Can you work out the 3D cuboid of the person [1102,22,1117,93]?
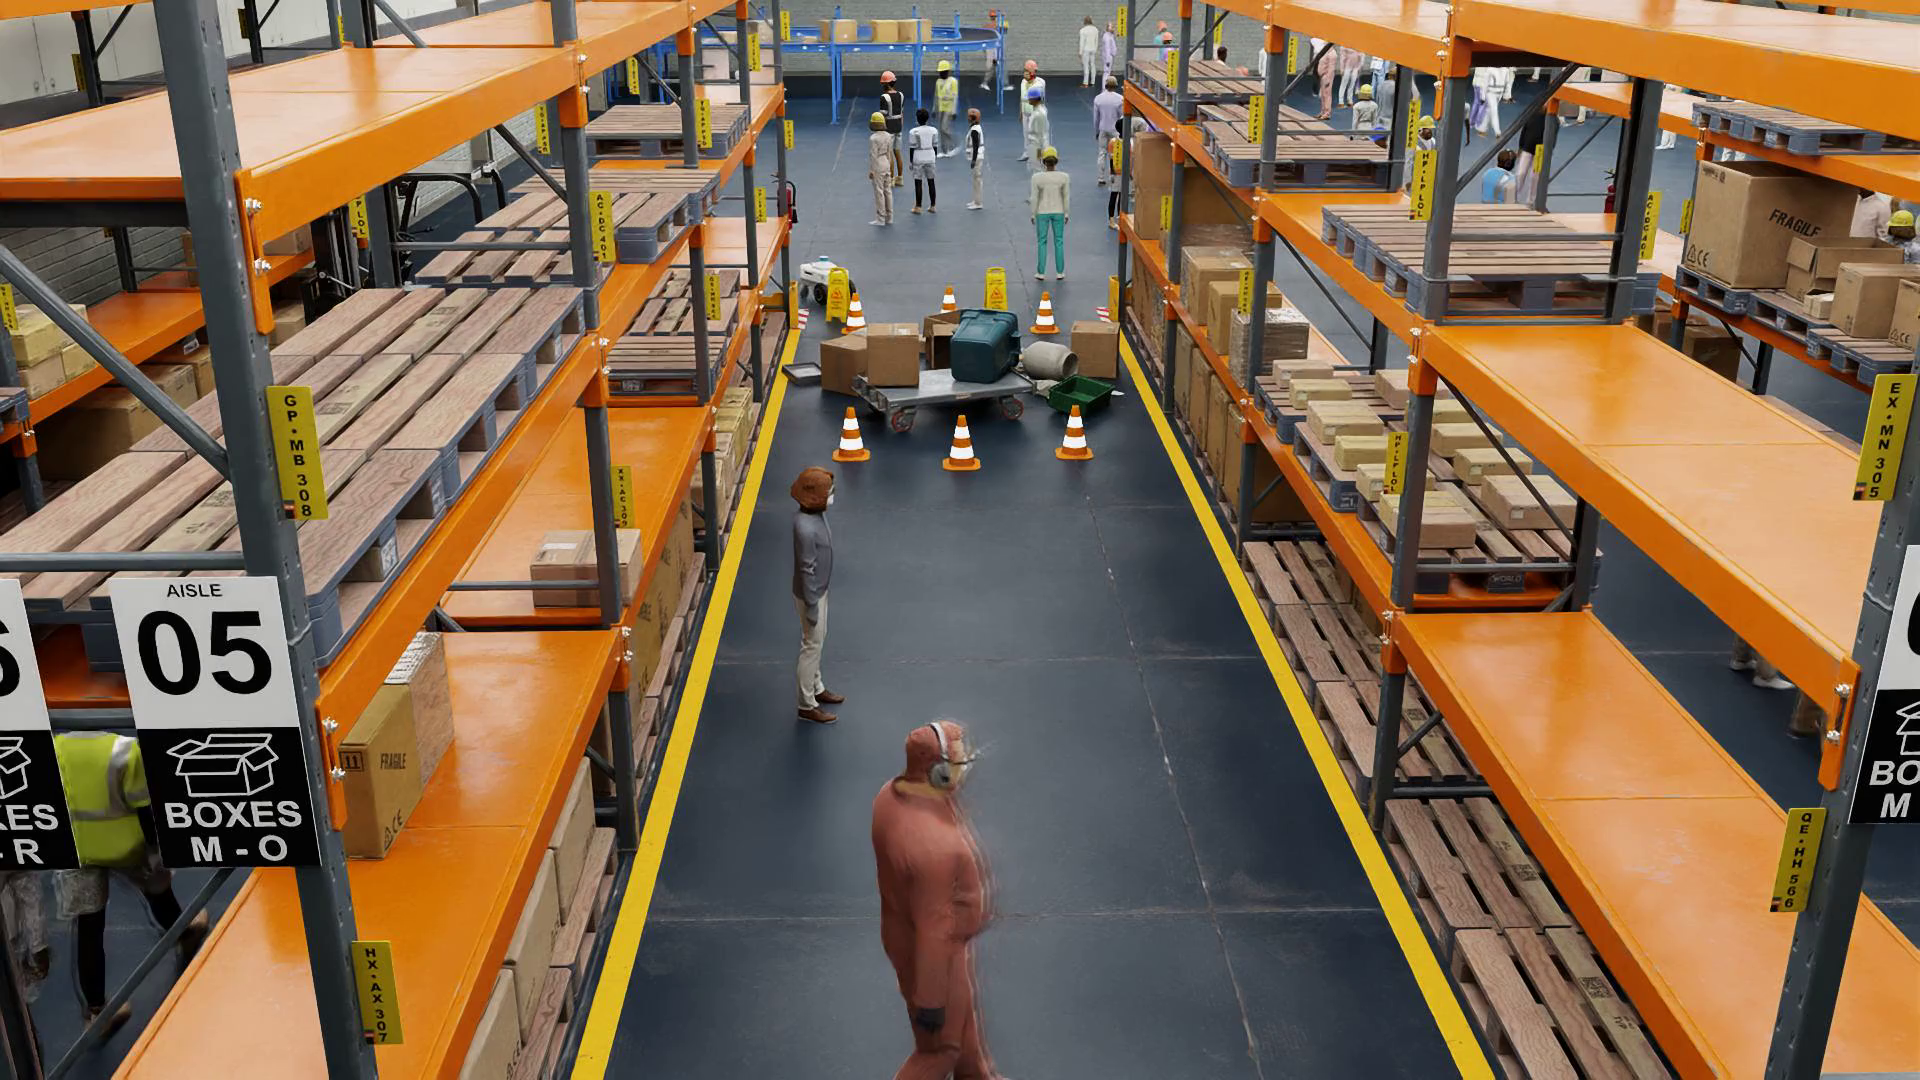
[{"bbox_3d":[4.027,-12.984,44.882,0.400,1.900,0.636,2,21,5],"label":"person"}]

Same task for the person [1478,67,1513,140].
[{"bbox_3d":[11.633,-9.631,36.123,0.578,1.830,1.026,-9,23,-23],"label":"person"}]

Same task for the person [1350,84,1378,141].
[{"bbox_3d":[7.366,-7.441,30.436,0.488,1.744,0.296,-7,22,-17],"label":"person"}]

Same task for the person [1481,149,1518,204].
[{"bbox_3d":[6.975,-4.145,21.610,0.431,1.836,0.626,-6,21,-14],"label":"person"}]

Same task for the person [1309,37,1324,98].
[{"bbox_3d":[9.591,-12.731,44.229,0.601,1.887,0.902,3,21,7],"label":"person"}]

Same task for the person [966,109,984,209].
[{"bbox_3d":[0.250,-6.333,27.648,0.315,1.641,0.515,1,21,2],"label":"person"}]

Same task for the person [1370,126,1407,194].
[{"bbox_3d":[5.893,-4.795,23.206,0.726,1.905,0.689,9,22,22],"label":"person"}]

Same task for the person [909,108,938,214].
[{"bbox_3d":[-0.596,-6.189,27.204,0.536,1.693,0.320,-11,23,-27],"label":"person"}]

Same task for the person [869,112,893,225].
[{"bbox_3d":[-1.275,-5.851,26.233,0.324,1.743,0.490,13,25,32],"label":"person"}]

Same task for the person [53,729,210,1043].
[{"bbox_3d":[-3.768,1.321,7.404,0.538,1.637,0.882,-1,21,-1],"label":"person"}]

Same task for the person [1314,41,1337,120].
[{"bbox_3d":[8.690,-10.965,39.516,0.410,1.913,0.643,0,21,-1],"label":"person"}]

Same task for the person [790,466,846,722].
[{"bbox_3d":[-0.871,0.324,10.079,0.294,1.623,0.507,1,21,2],"label":"person"}]

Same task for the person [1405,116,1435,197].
[{"bbox_3d":[6.941,-5.455,25.059,0.588,1.835,0.403,-13,24,-31],"label":"person"}]

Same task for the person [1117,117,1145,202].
[{"bbox_3d":[2.928,-6.658,28.388,0.491,1.730,0.323,9,23,22],"label":"person"}]

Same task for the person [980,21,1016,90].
[{"bbox_3d":[1.028,-13.429,46.102,0.984,1.870,0.586,0,21,1],"label":"person"}]

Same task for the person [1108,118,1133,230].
[{"bbox_3d":[2.511,-5.716,25.937,0.317,1.700,0.539,19,28,40],"label":"person"}]

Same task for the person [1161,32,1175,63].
[{"bbox_3d":[5.029,-11.360,40.523,0.364,1.939,0.542,7,22,18],"label":"person"}]

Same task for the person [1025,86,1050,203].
[{"bbox_3d":[1.343,-6.704,28.220,0.542,1.933,0.623,-2,21,-5],"label":"person"}]

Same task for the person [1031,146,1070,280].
[{"bbox_3d":[1.205,-4.368,22.283,0.522,1.769,0.311,-1,21,-4],"label":"person"}]

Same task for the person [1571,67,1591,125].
[{"bbox_3d":[14.464,-10.477,38.628,0.288,1.623,0.507,12,24,29],"label":"person"}]

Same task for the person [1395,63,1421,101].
[{"bbox_3d":[11.717,-12.473,43.321,0.950,2.000,0.683,18,27,40],"label":"person"}]

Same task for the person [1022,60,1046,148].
[{"bbox_3d":[1.433,-8.575,33.187,0.551,1.923,0.390,14,25,33],"label":"person"}]

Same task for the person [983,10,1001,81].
[{"bbox_3d":[0.963,-14.484,48.718,0.617,1.986,0.408,-3,21,-9],"label":"person"}]

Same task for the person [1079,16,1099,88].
[{"bbox_3d":[3.599,-13.728,46.792,0.628,1.933,0.378,-13,24,-31],"label":"person"}]

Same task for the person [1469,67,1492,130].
[{"bbox_3d":[11.853,-10.291,37.747,0.395,1.903,0.607,-5,21,-14],"label":"person"}]

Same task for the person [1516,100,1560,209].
[{"bbox_3d":[9.444,-6.366,27.327,0.690,1.930,0.719,14,25,32],"label":"person"}]

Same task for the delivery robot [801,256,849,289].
[{"bbox_3d":[-1.727,-3.378,21.219,0.477,0.478,0.707,-15,26,-34],"label":"delivery robot"}]

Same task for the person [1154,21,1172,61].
[{"bbox_3d":[5.321,-12.678,43.940,0.622,1.994,0.402,-13,25,-32],"label":"person"}]

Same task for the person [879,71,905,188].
[{"bbox_3d":[-1.251,-7.334,29.757,0.406,2.036,0.603,16,26,37],"label":"person"}]

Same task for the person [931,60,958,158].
[{"bbox_3d":[-0.311,-8.630,33.343,0.400,1.912,0.636,-16,26,-35],"label":"person"}]

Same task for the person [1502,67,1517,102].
[{"bbox_3d":[14.363,-12.312,43.157,0.328,1.861,0.506,2,21,4],"label":"person"}]

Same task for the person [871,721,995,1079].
[{"bbox_3d":[-0.054,1.567,6.479,0.855,1.860,0.691,-7,22,-19],"label":"person"}]

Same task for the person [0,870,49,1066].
[{"bbox_3d":[-3.810,1.562,6.393,0.416,1.922,0.561,19,28,40],"label":"person"}]

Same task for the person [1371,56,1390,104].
[{"bbox_3d":[10.528,-11.820,41.784,0.383,1.910,0.591,-11,24,-28],"label":"person"}]

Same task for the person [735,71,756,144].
[{"bbox_3d":[-4.548,-9.321,35.230,0.516,1.872,0.327,-17,26,-37],"label":"person"}]

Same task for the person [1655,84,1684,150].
[{"bbox_3d":[14.789,-8.953,34.577,0.514,1.641,0.309,-12,24,-29],"label":"person"}]

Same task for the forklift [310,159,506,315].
[{"bbox_3d":[-5.622,-2.910,17.832,2.313,2.155,1.214,-1,21,-1],"label":"forklift"}]

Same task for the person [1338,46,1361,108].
[{"bbox_3d":[9.810,-11.859,41.864,0.623,1.932,0.378,-11,23,-26],"label":"person"}]

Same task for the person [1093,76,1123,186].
[{"bbox_3d":[2.700,-7.319,29.841,0.636,1.939,0.364,11,23,26],"label":"person"}]

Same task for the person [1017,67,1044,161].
[{"bbox_3d":[1.408,-8.380,32.783,0.376,1.838,0.572,-19,28,-41],"label":"person"}]
